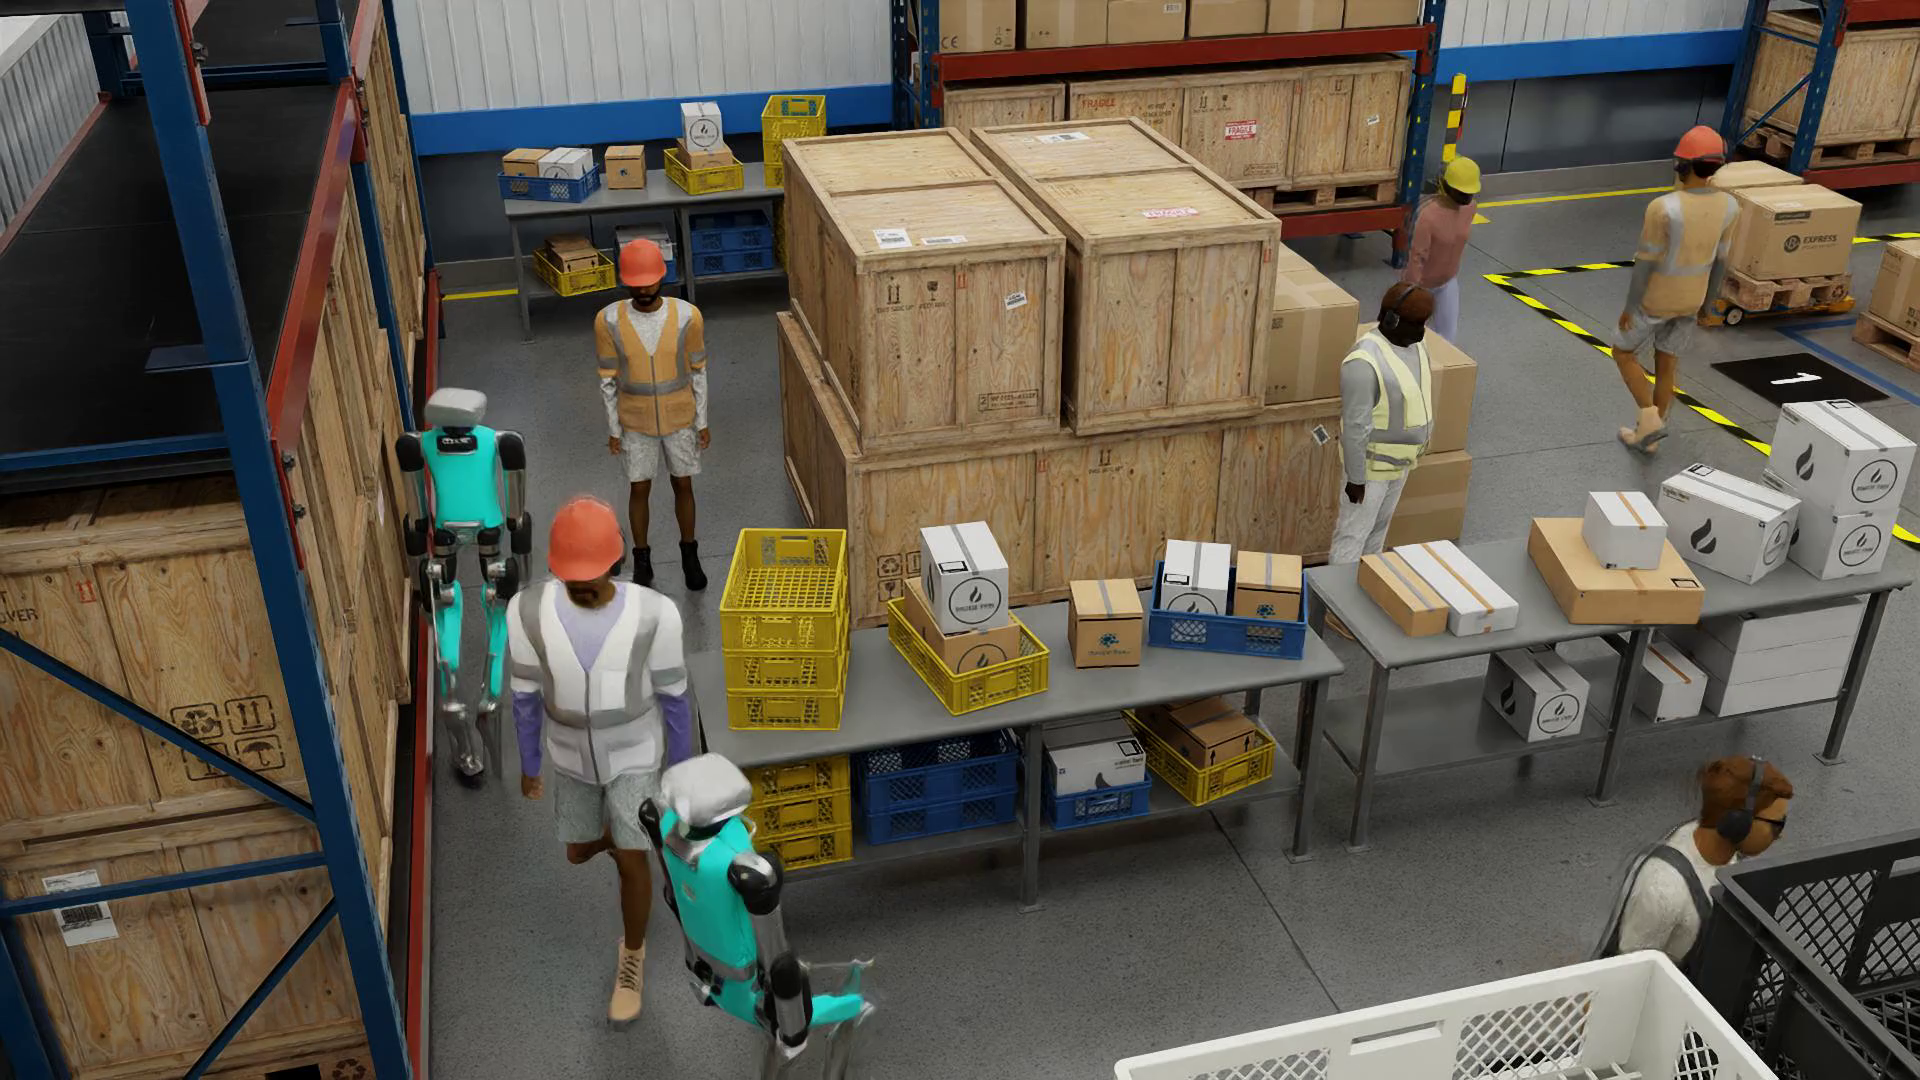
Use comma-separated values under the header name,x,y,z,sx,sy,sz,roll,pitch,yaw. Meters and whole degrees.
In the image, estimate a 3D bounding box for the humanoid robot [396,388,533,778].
name,x,y,z,sx,sy,sz,roll,pitch,yaw
humanoid robot,-2.081,0.347,7.082,0.553,1.890,0.777,-2,29,-5

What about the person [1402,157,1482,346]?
name,x,y,z,sx,sy,sz,roll,pitch,yaw
person,2.994,-1.684,10.698,0.525,1.687,0.966,-13,31,-22

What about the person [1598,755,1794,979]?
name,x,y,z,sx,sy,sz,roll,pitch,yaw
person,2.038,1.405,4.982,0.604,1.809,0.438,-25,37,-37

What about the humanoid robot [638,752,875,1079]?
name,x,y,z,sx,sy,sz,roll,pitch,yaw
humanoid robot,-0.540,1.357,5.221,0.530,1.845,0.760,24,37,36

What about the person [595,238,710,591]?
name,x,y,z,sx,sy,sz,roll,pitch,yaw
person,-1.541,-0.612,8.498,0.545,1.937,0.376,-6,29,-10

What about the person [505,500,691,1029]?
name,x,y,z,sx,sy,sz,roll,pitch,yaw
person,-1.264,0.730,5.981,0.622,2.025,0.808,2,29,3

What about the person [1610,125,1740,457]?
name,x,y,z,sx,sy,sz,roll,pitch,yaw
person,4.230,-1.444,9.915,0.624,2.026,0.473,-8,30,-14

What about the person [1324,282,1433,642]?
name,x,y,z,sx,sy,sz,roll,pitch,yaw
person,2.081,-0.390,8.201,0.430,1.837,0.620,22,36,34

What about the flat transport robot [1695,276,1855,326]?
name,x,y,z,sx,sy,sz,roll,pitch,yaw
flat transport robot,5.889,-1.864,12.471,1.431,0.197,0.652,-7,30,-13
